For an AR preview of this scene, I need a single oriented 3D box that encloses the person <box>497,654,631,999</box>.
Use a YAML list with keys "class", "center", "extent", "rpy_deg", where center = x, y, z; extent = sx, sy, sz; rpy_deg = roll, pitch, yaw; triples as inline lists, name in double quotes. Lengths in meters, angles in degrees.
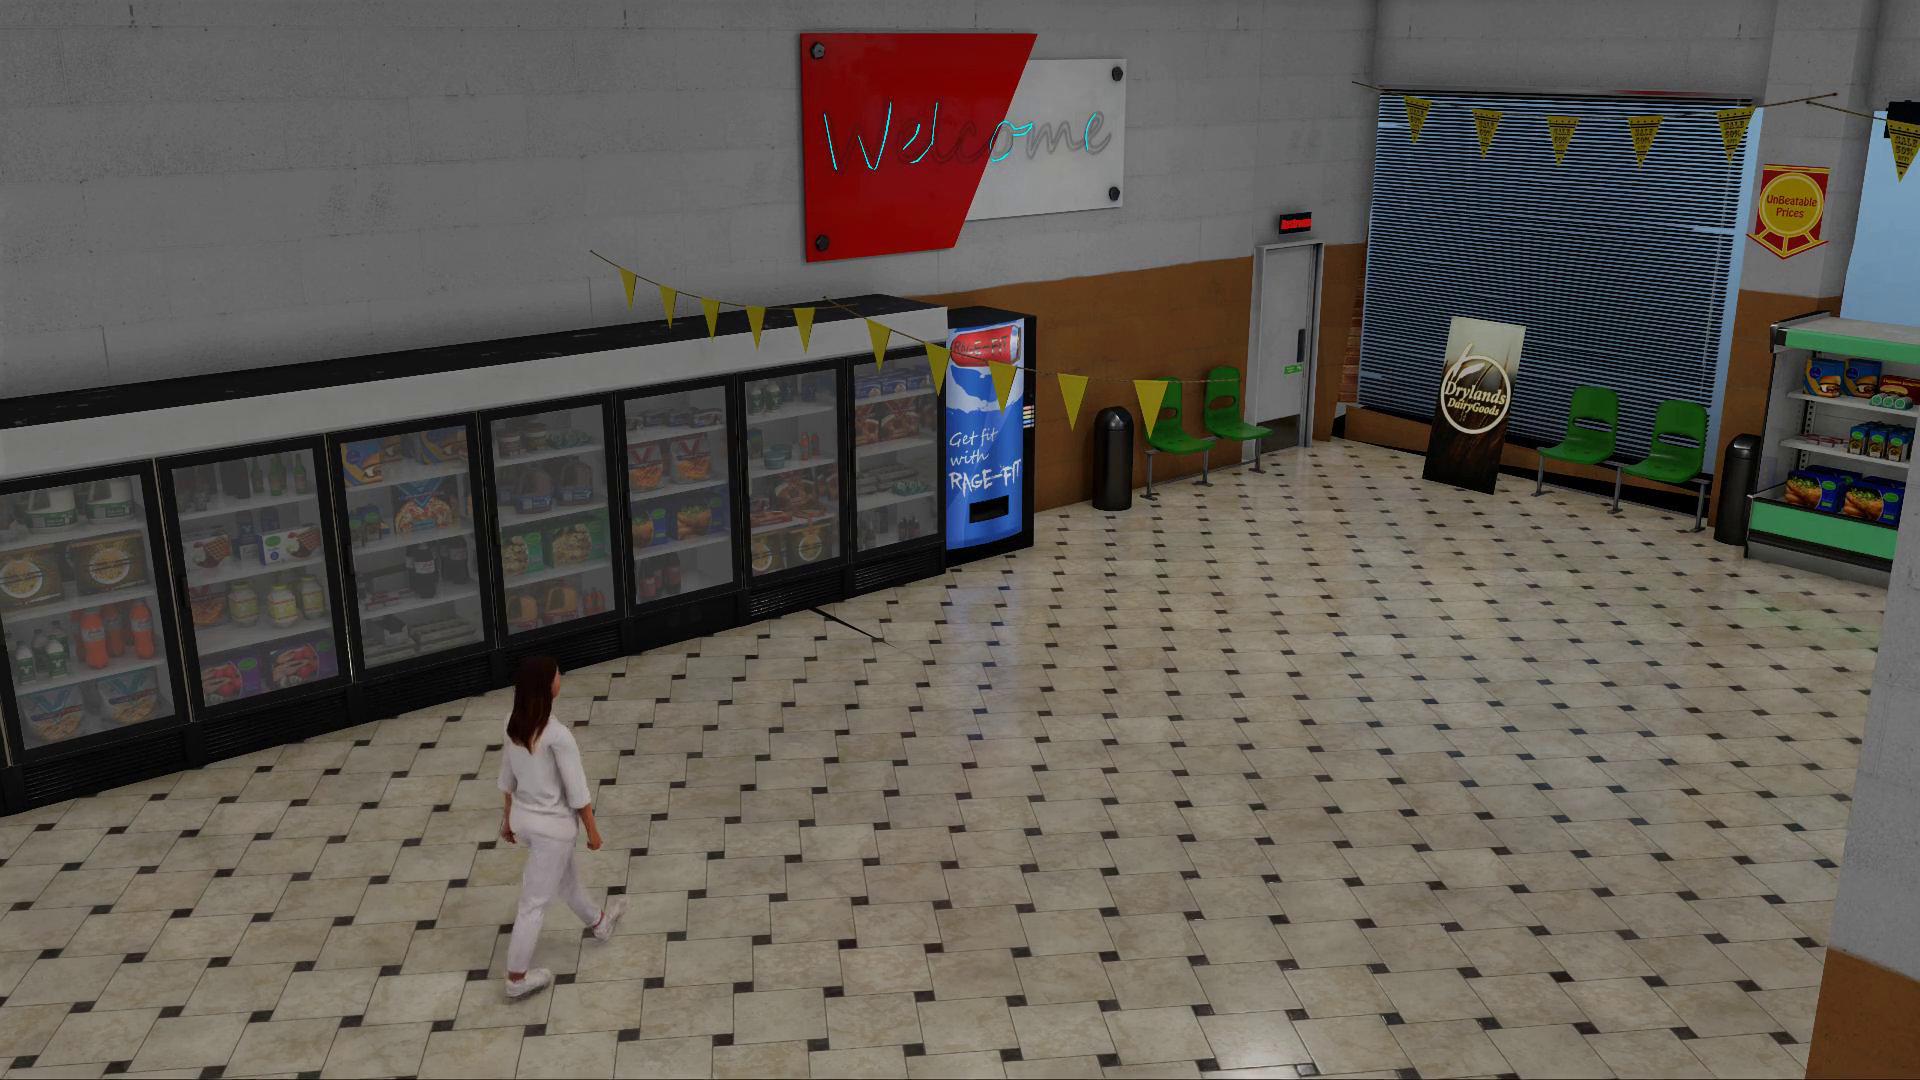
- class: "person"
  center: [-2.012, 1.378, 7.838]
  extent: [1.033, 1.649, 0.817]
  rpy_deg: [13, 21, 36]
